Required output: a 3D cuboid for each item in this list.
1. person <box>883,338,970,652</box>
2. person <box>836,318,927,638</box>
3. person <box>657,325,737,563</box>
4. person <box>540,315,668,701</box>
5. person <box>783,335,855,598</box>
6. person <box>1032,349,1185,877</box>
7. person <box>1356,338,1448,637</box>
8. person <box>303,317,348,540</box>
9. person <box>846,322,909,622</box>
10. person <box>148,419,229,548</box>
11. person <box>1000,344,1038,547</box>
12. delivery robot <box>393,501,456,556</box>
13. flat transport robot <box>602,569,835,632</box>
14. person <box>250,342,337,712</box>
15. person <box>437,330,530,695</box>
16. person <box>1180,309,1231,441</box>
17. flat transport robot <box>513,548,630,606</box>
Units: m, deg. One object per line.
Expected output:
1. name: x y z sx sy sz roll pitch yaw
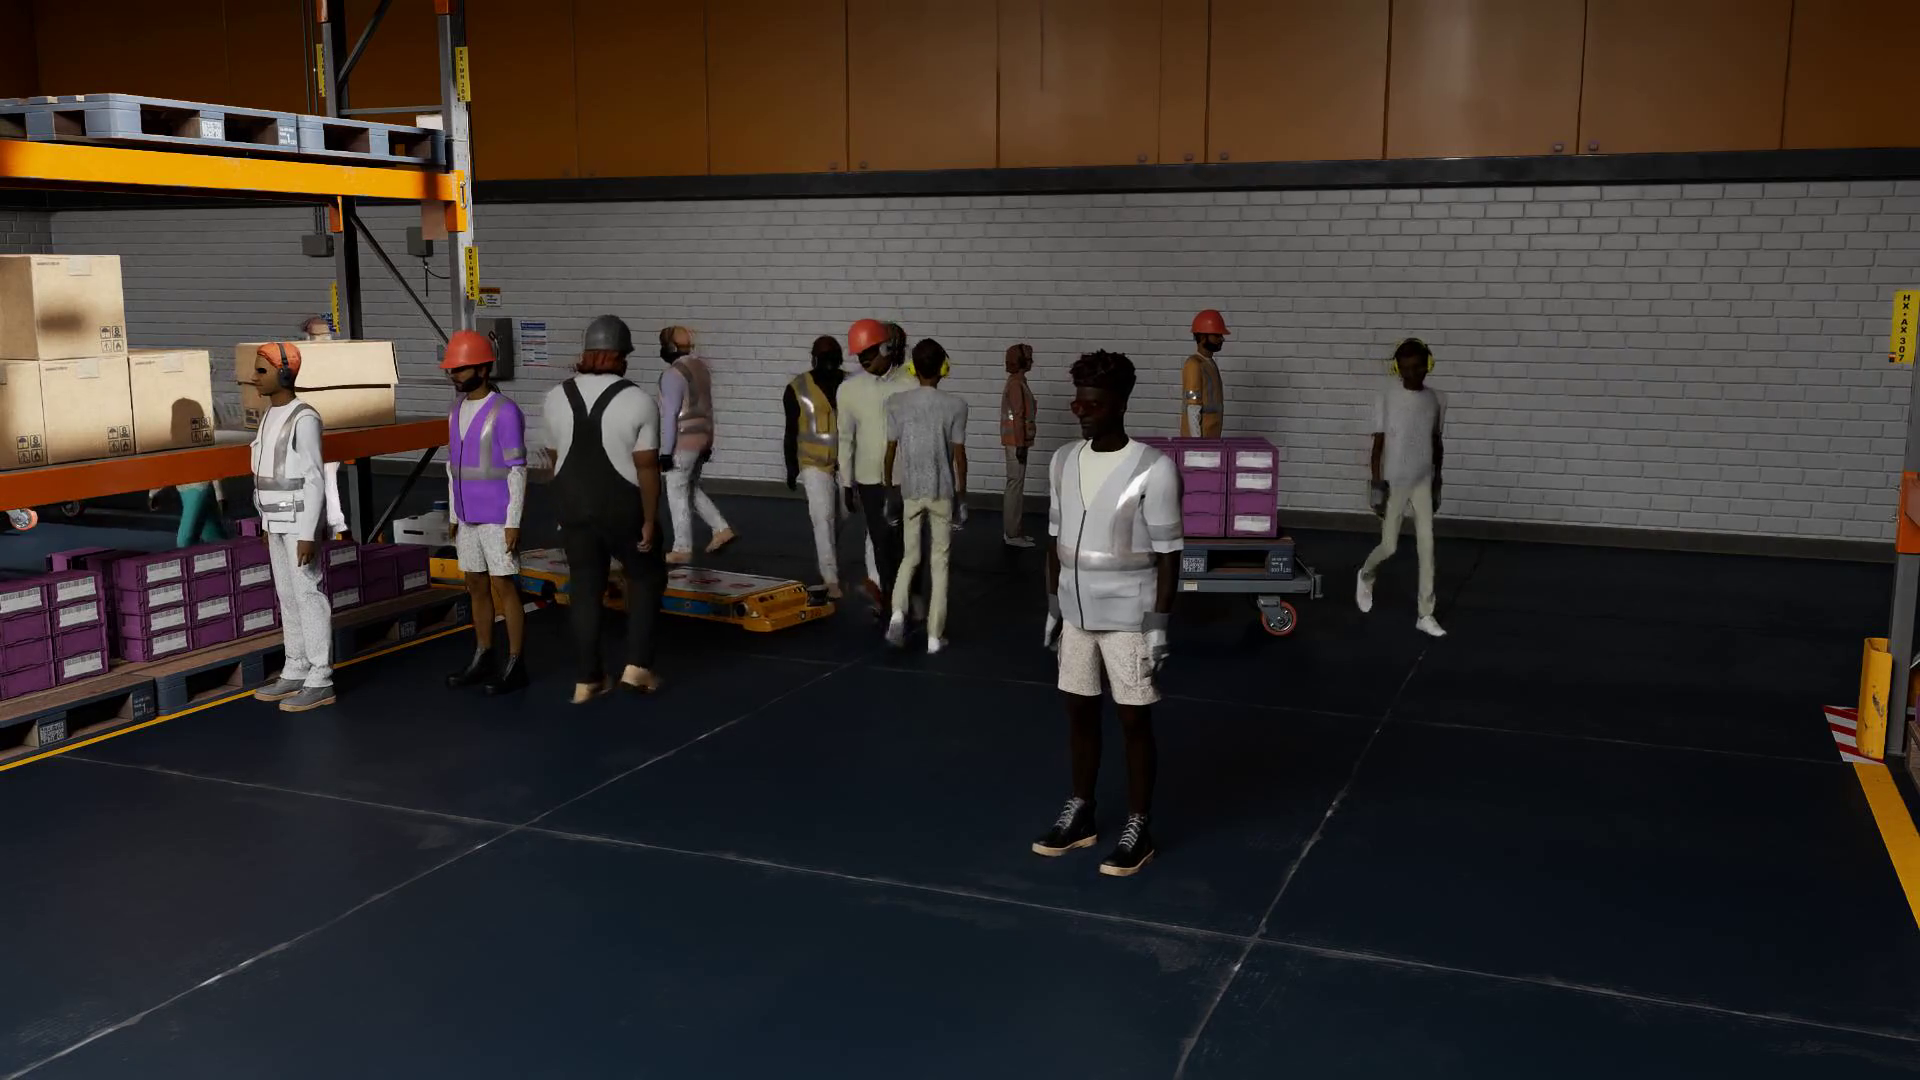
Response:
1. person: -0.202 -0.237 9.653 0.507 1.858 0.503 2 10 13
2. person: -0.427 -0.386 10.238 0.662 1.949 0.532 1 9 4
3. person: -2.062 -0.722 12.682 0.509 1.823 0.667 2 10 13
4. person: -1.831 -0.178 8.718 0.696 2.000 0.543 2 10 14
5. person: -0.930 -0.547 11.724 0.627 1.809 0.931 -4 10 -22
6. person: 0.553 0.269 6.238 0.609 1.965 0.369 9 13 44
7. person: 2.763 -0.352 10.409 0.539 1.839 0.740 -1 9 -8
8. person: -5.251 -0.906 13.692 0.977 1.865 0.659 7 12 37
9. person: -0.496 -0.401 10.434 0.639 1.922 0.537 6 11 32
10. person: -4.875 -0.321 10.534 0.544 1.722 0.894 8 12 40
11. person: 0.474 -0.766 13.491 0.306 1.641 0.523 0 9 1
12. delivery robot: -3.768 -0.043 12.110 0.707 0.478 0.477 4 10 23
13. flat transport robot: -1.577 0.366 10.773 1.431 0.197 0.652 6 11 32
14. person: -3.439 -0.068 8.537 0.356 1.883 0.573 -9 13 -43
15. person: -2.542 -0.140 8.812 0.552 1.932 0.377 7 12 35
16. person: 1.875 -0.785 12.708 0.361 1.938 0.545 4 10 21
17. flat transport robot: -2.796 0.238 11.547 1.431 0.197 0.652 8 12 39
